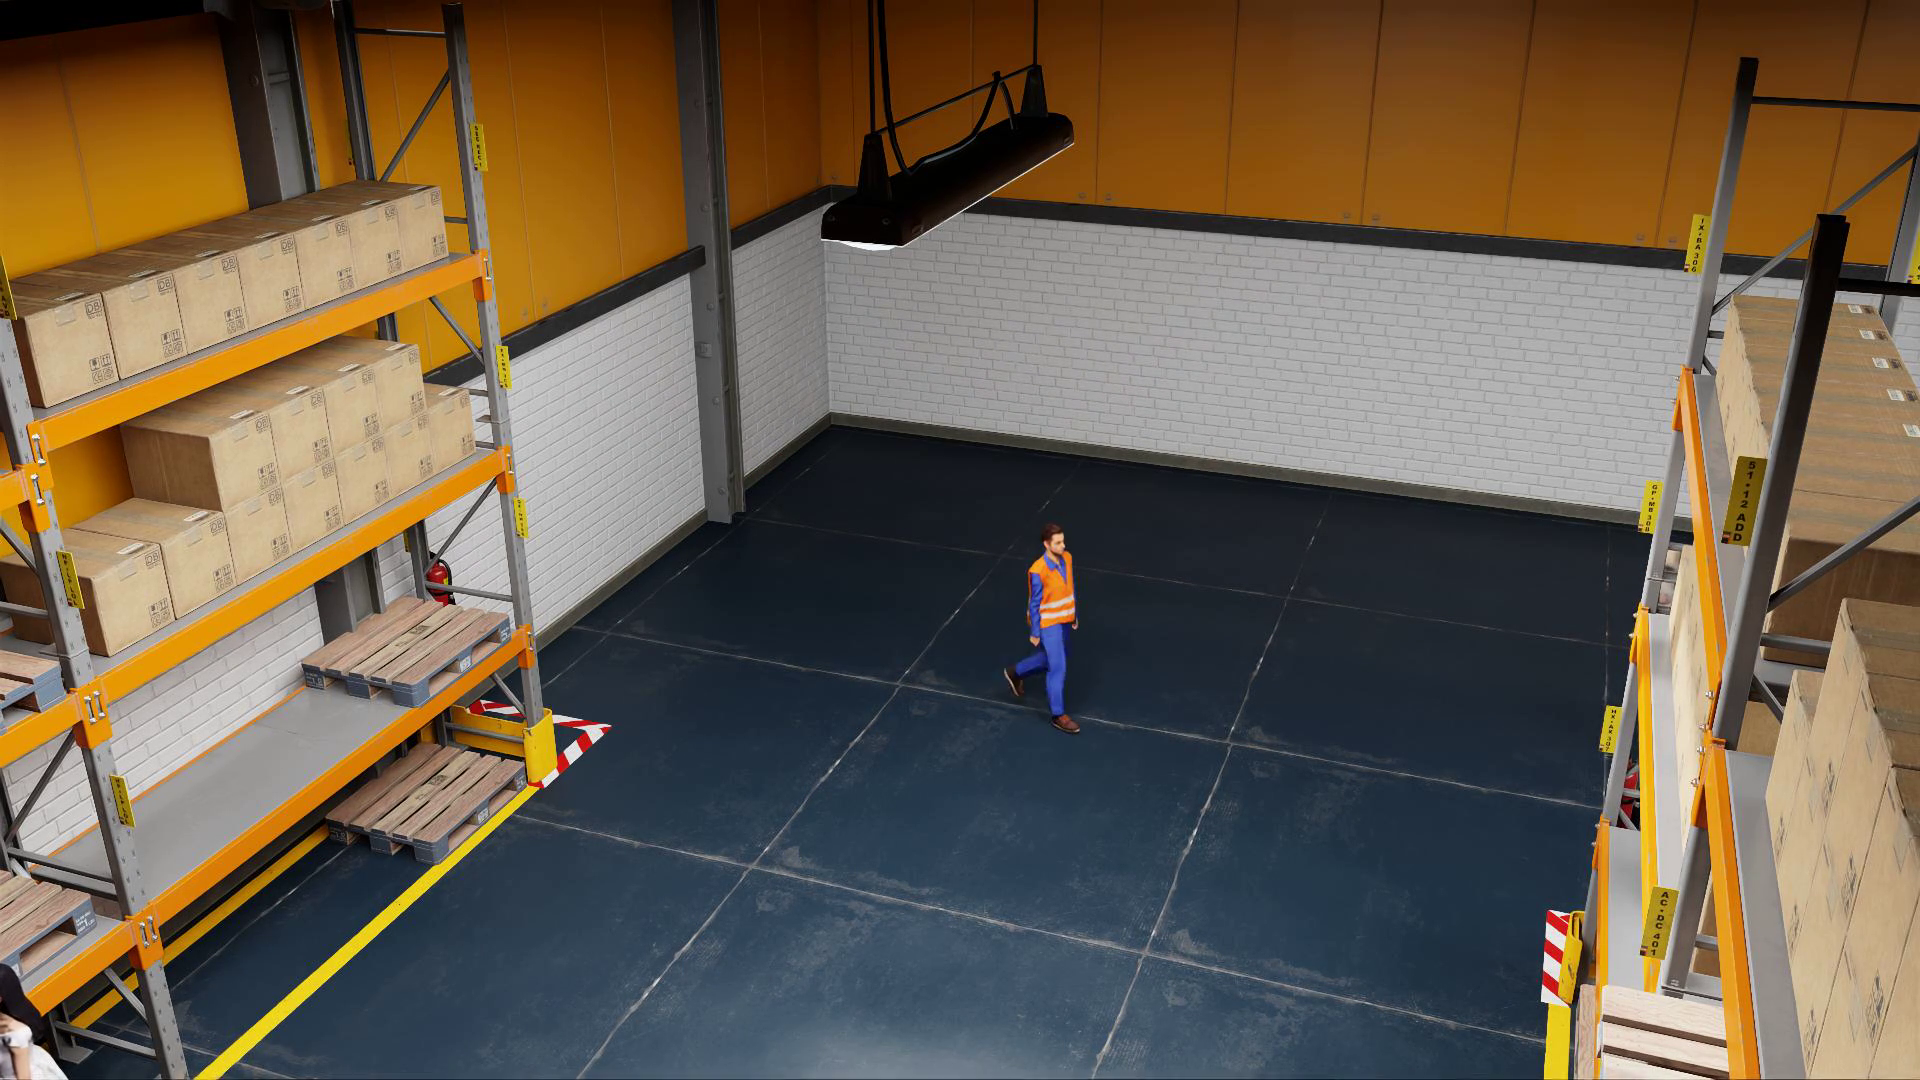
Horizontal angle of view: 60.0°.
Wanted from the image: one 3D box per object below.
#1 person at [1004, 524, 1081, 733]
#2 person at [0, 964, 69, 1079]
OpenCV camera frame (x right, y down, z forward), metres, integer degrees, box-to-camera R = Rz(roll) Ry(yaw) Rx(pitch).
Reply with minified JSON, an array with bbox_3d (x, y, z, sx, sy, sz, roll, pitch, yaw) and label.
[{"bbox_3d":[0.711,0.692,14.033,0.928,1.846,1.093,16,28,33],"label":"person"},{"bbox_3d":[-4.936,2.992,8.868,0.821,1.769,0.783,-15,28,-31],"label":"person"}]
